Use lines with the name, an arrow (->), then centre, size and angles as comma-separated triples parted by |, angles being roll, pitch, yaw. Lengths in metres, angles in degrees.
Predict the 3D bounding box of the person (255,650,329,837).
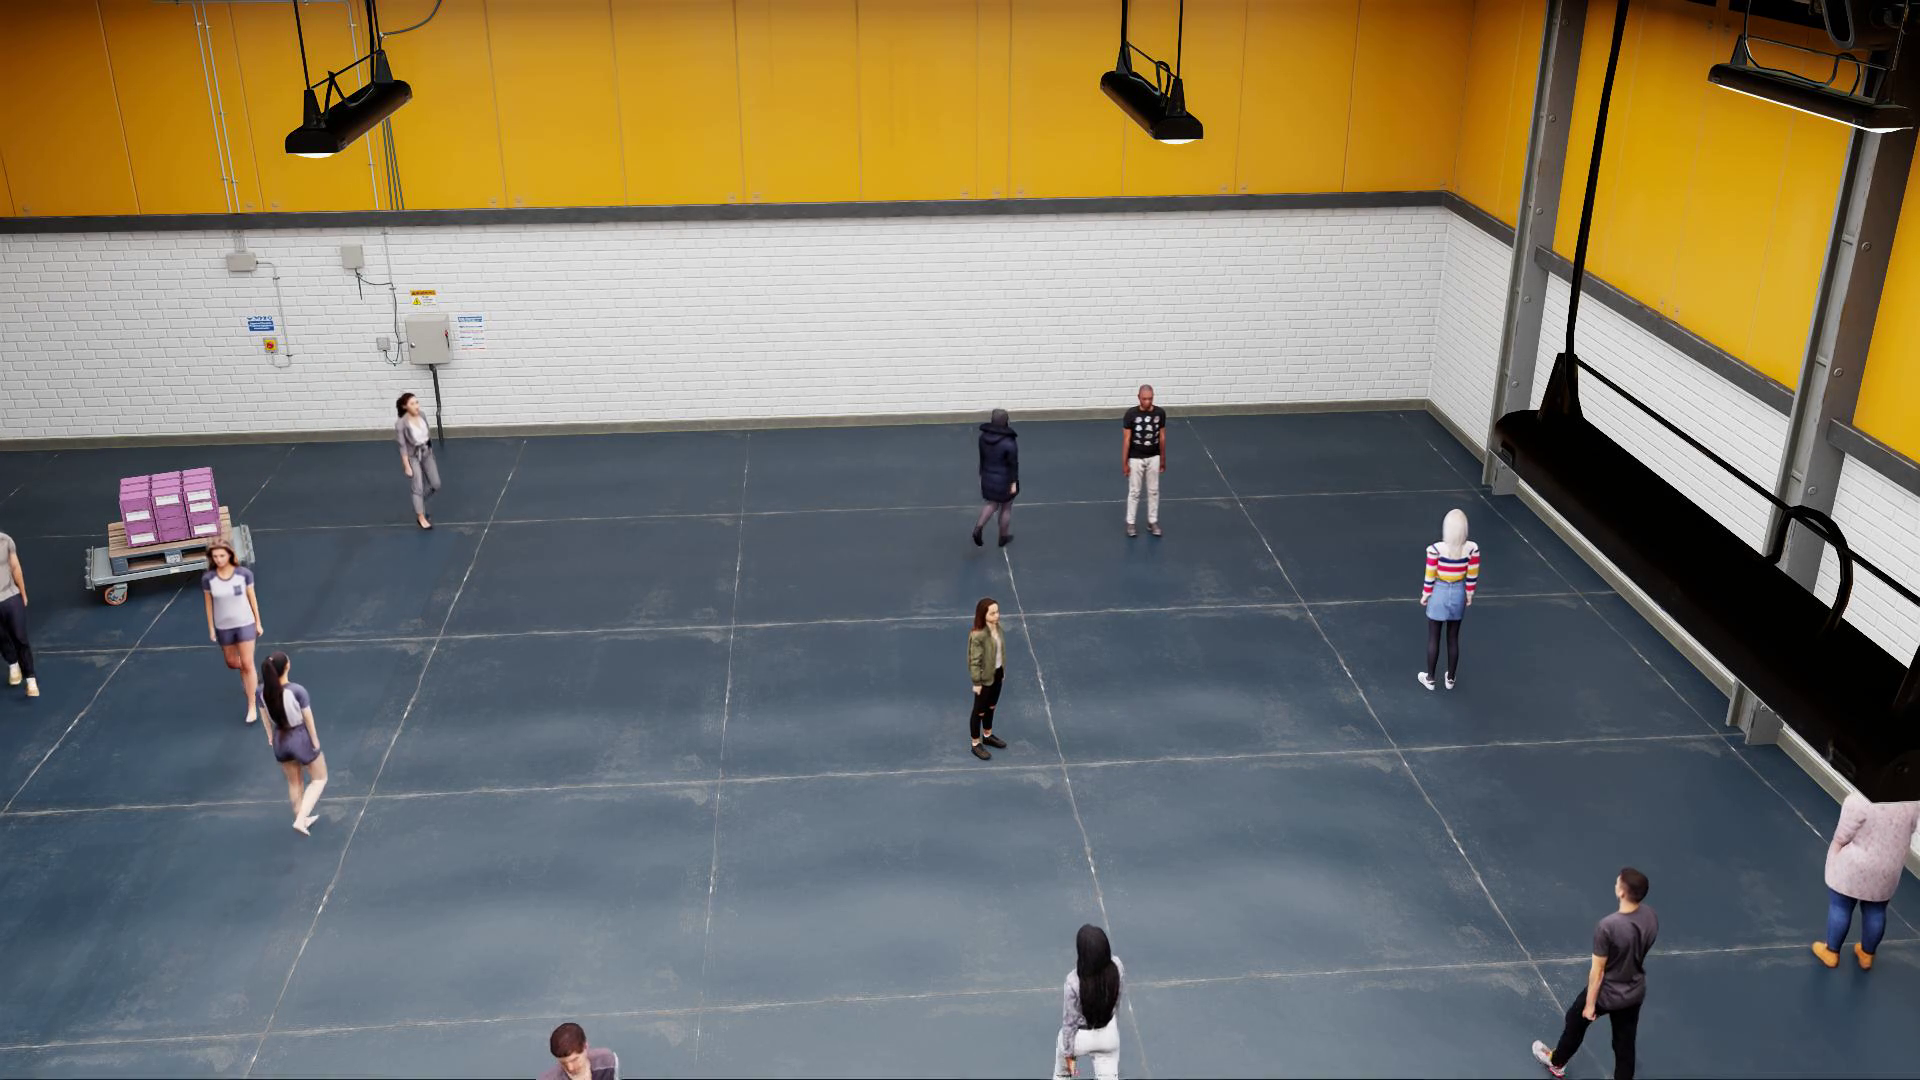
person -> -5.337, 1.672, 13.248 | 0.698, 1.636, 0.773 | 4, 24, 9

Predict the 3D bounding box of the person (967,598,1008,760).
person -> 0.235, 1.185, 14.562 | 0.712, 1.475, 0.644 | 17, 29, 34

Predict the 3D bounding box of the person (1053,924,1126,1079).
person -> 0.837, 3.079, 9.969 | 0.835, 1.682, 1.256 | -9, 25, -20

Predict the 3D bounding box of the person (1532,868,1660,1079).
person -> 4.129, 2.881, 10.359 | 0.809, 1.733, 1.050 | -8, 25, -18

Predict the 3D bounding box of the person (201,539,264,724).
person -> -6.626, 0.766, 15.231 | 0.660, 1.707, 1.017 | -4, 24, -9

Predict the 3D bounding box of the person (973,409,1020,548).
person -> 0.389, -0.655, 18.536 | 0.960, 1.663, 1.020 | 19, 30, 36

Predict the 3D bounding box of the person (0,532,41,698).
person -> -9.029, 0.521, 15.595 | 0.856, 1.864, 1.093 | -10, 26, -22

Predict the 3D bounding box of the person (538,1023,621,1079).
person -> -2.084, 3.319, 9.261 | 0.831, 1.811, 0.918 | -17, 29, -33

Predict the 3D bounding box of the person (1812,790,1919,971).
person -> 6.427, 2.258, 11.774 | 0.736, 1.743, 0.685 | 2, 24, 6

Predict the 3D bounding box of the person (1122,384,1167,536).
person -> 2.100, -0.929, 18.993 | 0.660, 1.800, 0.604 | -3, 24, -7

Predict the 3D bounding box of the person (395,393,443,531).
person -> -6.302, -0.918, 19.137 | 0.828, 1.664, 0.743 | 12, 26, 26

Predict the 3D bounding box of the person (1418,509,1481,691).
person -> 4.570, 0.555, 15.585 | 0.667, 1.810, 0.538 | 0, 24, 0
